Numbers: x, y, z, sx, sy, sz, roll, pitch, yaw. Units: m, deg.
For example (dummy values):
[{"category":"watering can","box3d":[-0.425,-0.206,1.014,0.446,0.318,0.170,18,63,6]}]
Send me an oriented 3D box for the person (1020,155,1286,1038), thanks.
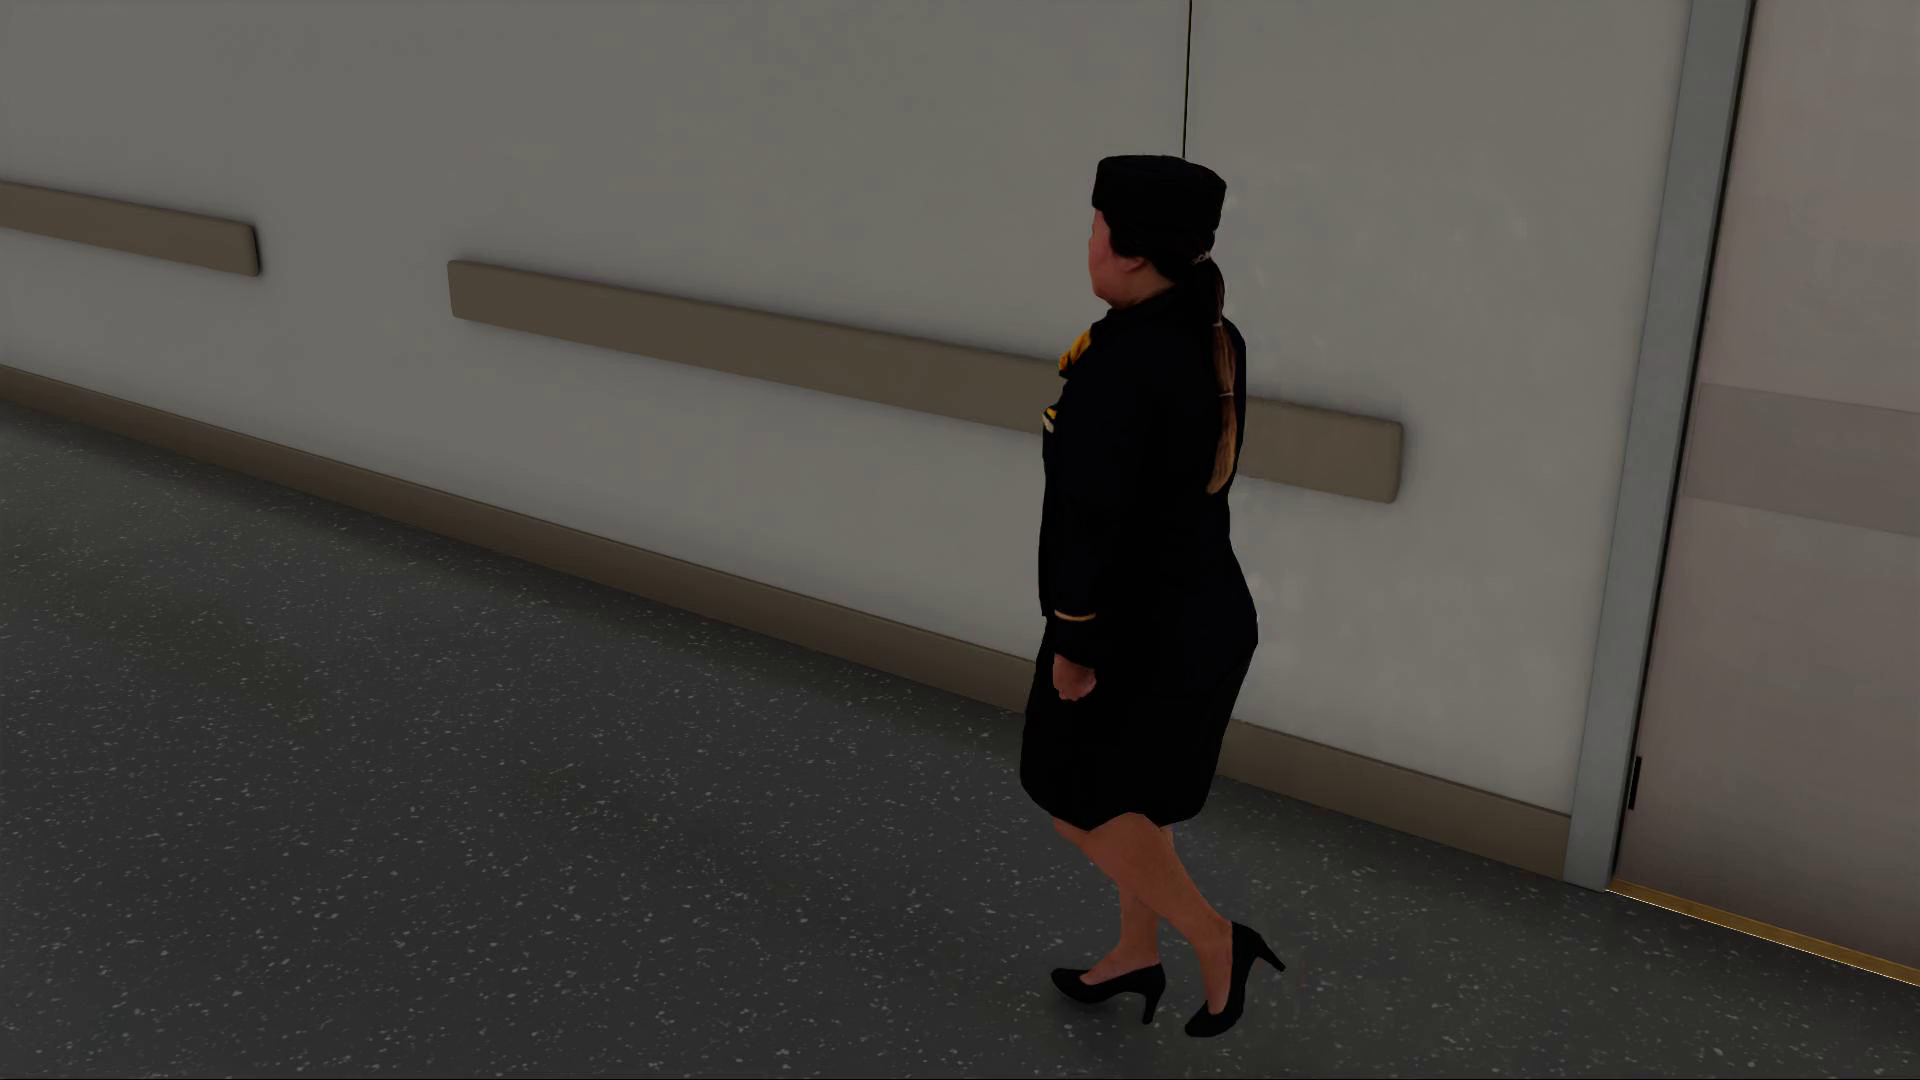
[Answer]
[{"category":"person","box3d":[0.386,0.184,2.943,0.793,1.663,0.706,11,23,27]}]
